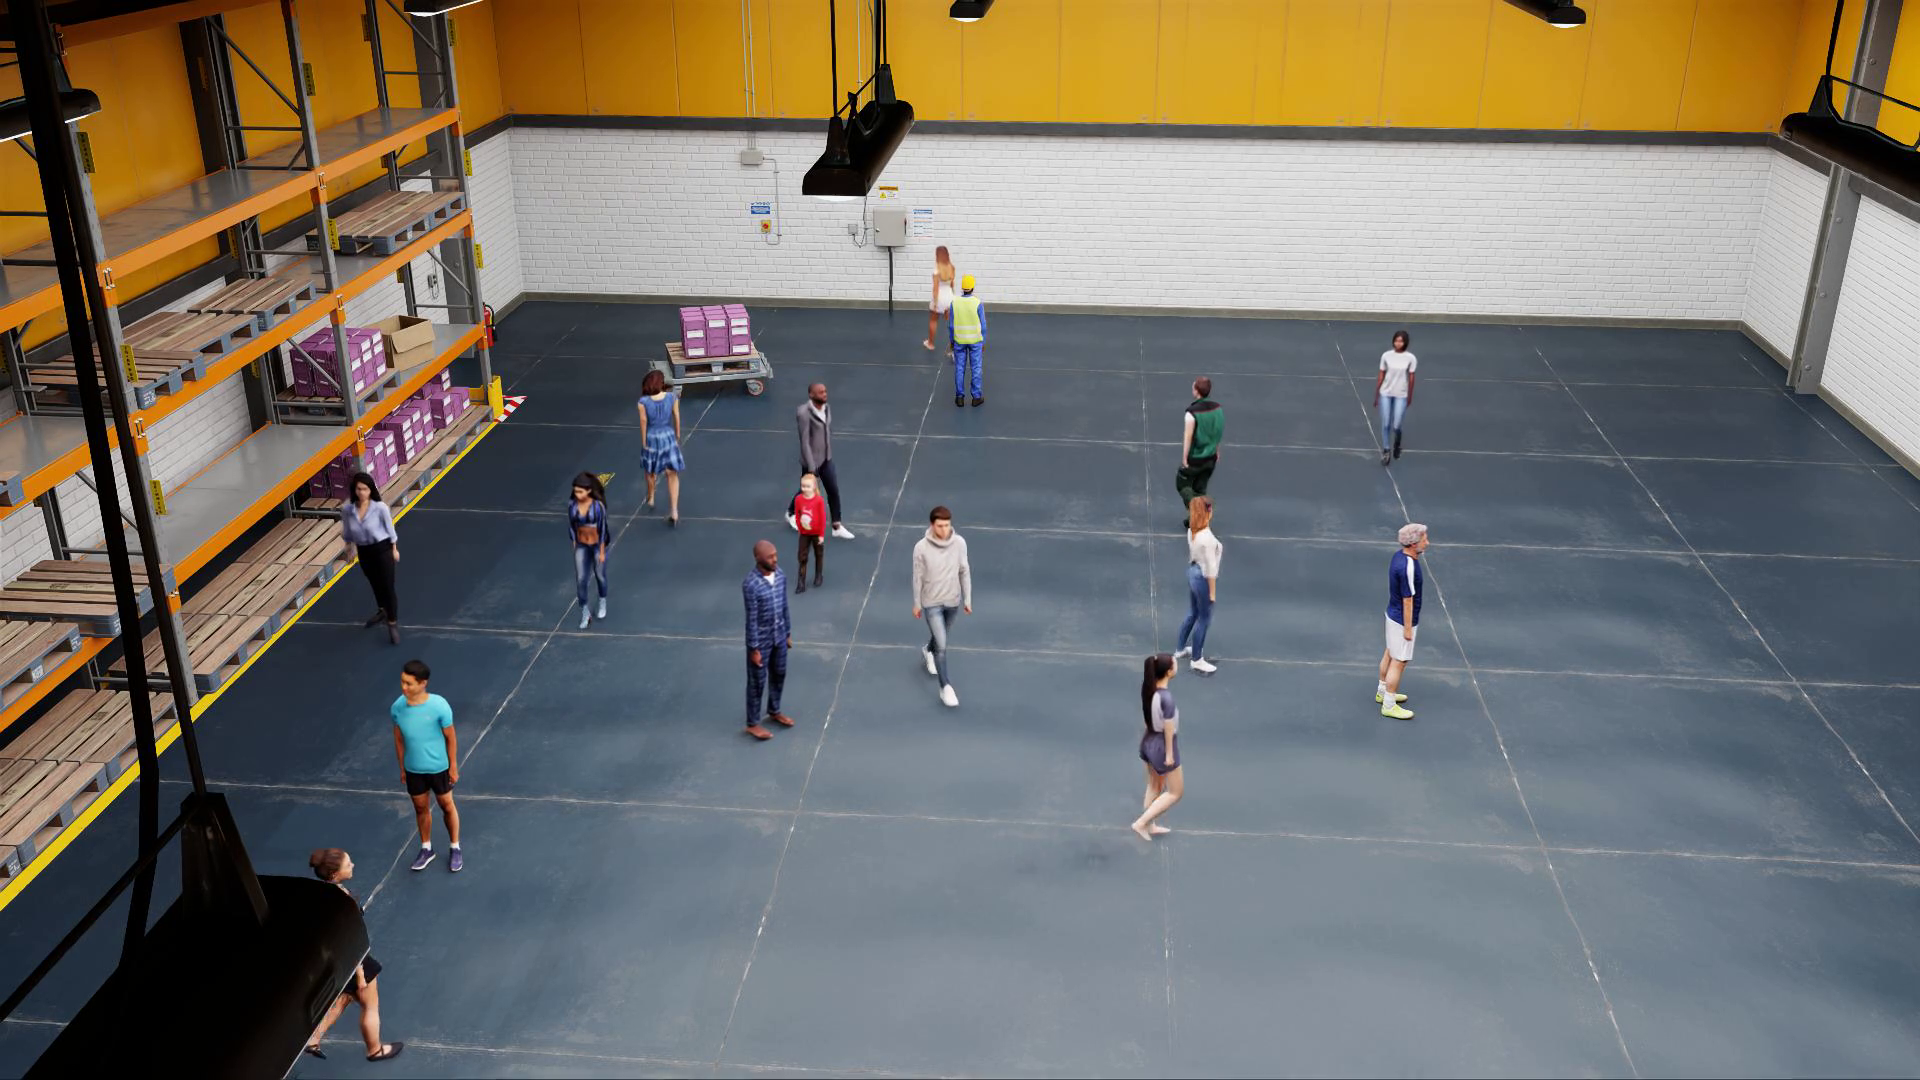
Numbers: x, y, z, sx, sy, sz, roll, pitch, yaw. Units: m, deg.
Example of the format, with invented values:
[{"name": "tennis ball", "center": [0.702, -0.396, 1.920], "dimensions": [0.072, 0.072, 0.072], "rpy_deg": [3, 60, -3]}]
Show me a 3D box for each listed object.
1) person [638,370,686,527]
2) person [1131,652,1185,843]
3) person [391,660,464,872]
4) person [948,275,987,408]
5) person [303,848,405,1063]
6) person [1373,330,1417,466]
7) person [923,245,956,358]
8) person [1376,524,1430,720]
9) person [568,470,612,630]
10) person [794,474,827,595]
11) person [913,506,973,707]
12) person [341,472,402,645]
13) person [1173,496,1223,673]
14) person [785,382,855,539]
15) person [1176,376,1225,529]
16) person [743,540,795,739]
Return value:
[{"name": "person", "center": [-3.349, -1.002, 18.762], "dimensions": [0.944, 1.765, 1.126], "rpy_deg": [-10, 26, -22]}, {"name": "person", "center": [1.466, 1.641, 12.875], "dimensions": [0.788, 1.637, 0.708], "rpy_deg": [-8, 25, -18]}, {"name": "person", "center": [-4.022, 1.695, 12.579], "dimensions": [0.606, 1.775, 0.504], "rpy_deg": [2, 24, 4]}, {"name": "person", "center": [0.100, -2.718, 22.628], "dimensions": [0.655, 1.813, 0.549], "rpy_deg": [2, 24, 5]}, {"name": "person", "center": [-3.946, 2.666, 10.499], "dimensions": [0.936, 1.663, 0.884], "rpy_deg": [-17, 29, -34]}, {"name": "person", "center": [5.386, -1.778, 20.609], "dimensions": [0.707, 1.708, 0.769], "rpy_deg": [10, 26, 23]}, {"name": "person", "center": [-0.195, -3.479, 24.574], "dimensions": [1.044, 1.649, 1.187], "rpy_deg": [-15, 28, -31]}, {"name": "person", "center": [3.940, 0.686, 14.810], "dimensions": [0.692, 1.837, 0.468], "rpy_deg": [2, 24, 4]}, {"name": "person", "center": [-3.639, 0.054, 16.551], "dimensions": [0.602, 1.602, 0.729], "rpy_deg": [1, 24, 3]}, {"name": "person", "center": [-1.525, -0.100, 17.333], "dimensions": [0.507, 1.257, 0.814], "rpy_deg": [3, 24, 7]}, {"name": "person", "center": [-0.196, 0.523, 15.208], "dimensions": [1.044, 1.817, 1.317], "rpy_deg": [-9, 25, -20]}, {"name": "person", "center": [-5.723, 0.123, 16.242], "dimensions": [0.671, 1.721, 0.789], "rpy_deg": [4, 24, 9]}, {"name": "person", "center": [2.265, 0.420, 15.575], "dimensions": [0.784, 1.712, 0.605], "rpy_deg": [2, 24, 4]}, {"name": "person", "center": [-1.670, -0.886, 18.466], "dimensions": [1.187, 1.790, 1.208], "rpy_deg": [19, 30, 37]}, {"name": "person", "center": [2.692, -0.901, 18.455], "dimensions": [0.831, 1.827, 0.881], "rpy_deg": [-12, 26, -25]}, {"name": "person", "center": [-1.701, 0.835, 14.501], "dimensions": [0.820, 1.813, 0.720], "rpy_deg": [18, 30, 36]}]
